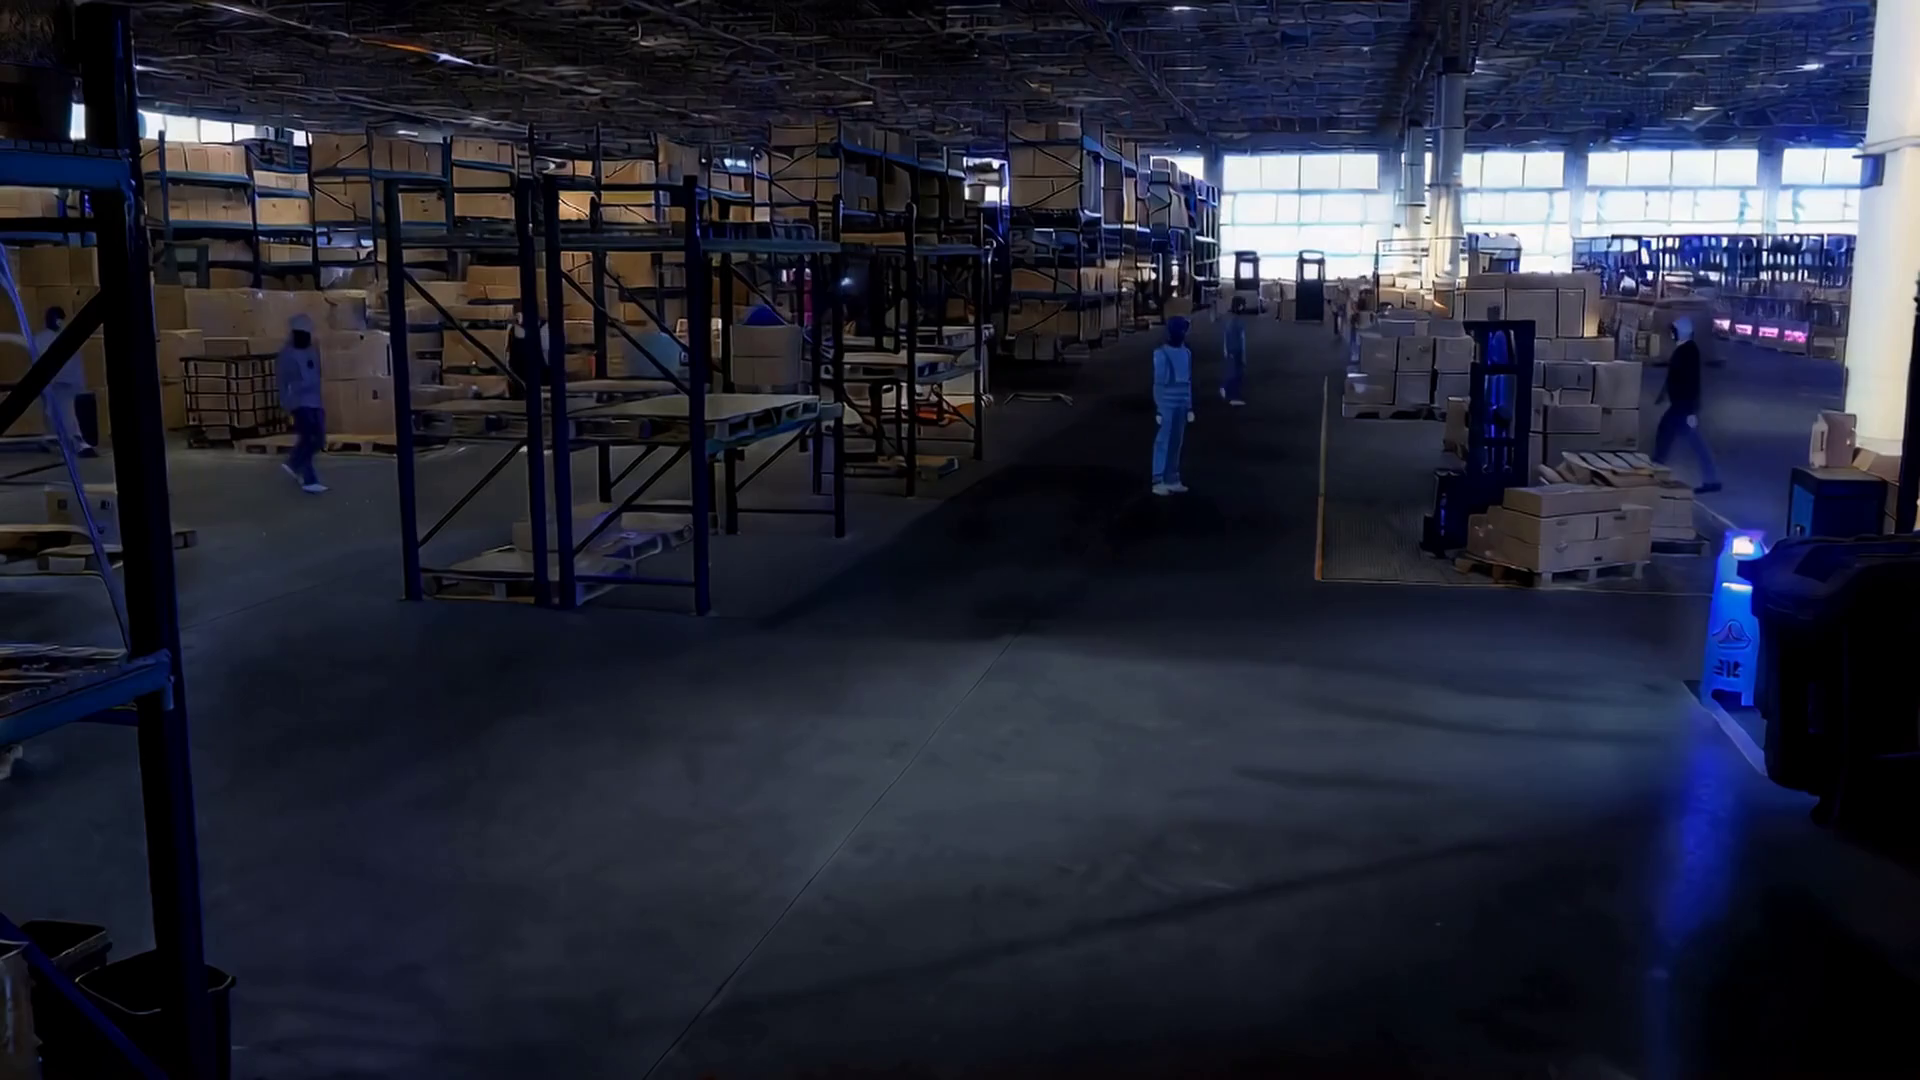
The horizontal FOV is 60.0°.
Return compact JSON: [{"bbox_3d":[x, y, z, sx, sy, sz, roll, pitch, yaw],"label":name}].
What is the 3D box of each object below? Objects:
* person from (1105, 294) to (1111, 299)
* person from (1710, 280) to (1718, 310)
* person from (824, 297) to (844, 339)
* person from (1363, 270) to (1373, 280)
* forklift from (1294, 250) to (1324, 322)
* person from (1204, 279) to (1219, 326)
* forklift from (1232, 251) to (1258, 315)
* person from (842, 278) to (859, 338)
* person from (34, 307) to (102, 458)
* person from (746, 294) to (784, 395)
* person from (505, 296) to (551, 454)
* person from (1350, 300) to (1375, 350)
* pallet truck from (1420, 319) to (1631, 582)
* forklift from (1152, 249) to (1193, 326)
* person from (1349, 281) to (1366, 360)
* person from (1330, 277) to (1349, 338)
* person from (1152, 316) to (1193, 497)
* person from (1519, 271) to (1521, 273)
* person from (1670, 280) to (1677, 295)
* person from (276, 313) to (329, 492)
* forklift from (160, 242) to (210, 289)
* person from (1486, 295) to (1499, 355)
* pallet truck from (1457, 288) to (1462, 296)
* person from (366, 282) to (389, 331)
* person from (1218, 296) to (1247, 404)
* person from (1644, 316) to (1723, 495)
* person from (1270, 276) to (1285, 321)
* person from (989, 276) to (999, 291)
[{"bbox_3d":[5.315,-8.451,59.814,0.740,1.671,0.540,5,11,28],"label":"person"},{"bbox_3d":[36.406,-12.010,80.550,0.895,1.800,0.601,1,10,7],"label":"person"},{"bbox_3d":[-3.119,-5.332,41.301,0.552,1.688,0.446,6,11,31],"label":"person"},{"bbox_3d":[19.721,-12.023,80.182,0.980,1.937,0.636,-6,11,-30],"label":"person"},{"bbox_3d":[13.778,-10.002,65.433,1.129,2.768,1.873,2,10,12],"label":"forklift"},{"bbox_3d":[9.381,-8.857,61.999,0.542,1.734,0.728,2,10,9],"label":"person"},{"bbox_3d":[12.675,-11.404,73.738,1.129,2.768,1.873,2,10,12],"label":"forklift"},{"bbox_3d":[-2.829,-5.532,41.581,0.609,1.996,0.383,-2,10,-14],"label":"person"},{"bbox_3d":[-11.272,-1.971,20.835,1.005,1.891,0.644,2,10,12],"label":"person"},{"bbox_3d":[-3.208,-3.090,27.412,0.627,1.911,0.891,0,10,0],"label":"person"},{"bbox_3d":[-5.477,-2.104,21.147,0.710,2.000,0.550,2,10,10],"label":"person"},{"bbox_3d":[8.610,-4.315,35.521,0.537,1.602,0.610,1,10,3],"label":"person"},{"bbox_3d":[4.543,-0.757,13.299,0.823,1.965,1.885,-4,10,-22],"label":"pallet truck"},{"bbox_3d":[7.646,-9.320,61.395,1.873,2.768,1.129,2,10,11],"label":"forklift"},{"bbox_3d":[9.756,-5.377,40.839,0.373,1.934,0.551,2,10,14],"label":"person"},{"bbox_3d":[11.936,-7.310,52.303,0.563,1.928,0.423,2,10,14],"label":"person"},{"bbox_3d":[2.231,-1.401,17.454,0.343,1.882,0.578,9,13,43],"label":"person"},{"bbox_3d":[27.276,-12.154,81.085,0.635,1.905,0.998,-5,11,-27],"label":"person"},{"bbox_3d":[28.125,-9.494,65.771,0.798,1.732,0.543,1,10,4],"label":"person"},{"bbox_3d":[-7.020,-1.462,17.717,0.537,1.913,0.613,3,10,19],"label":"person"},{"bbox_3d":[-16.063,-4.810,34.690,1.129,2.768,1.873,2,10,12],"label":"forklift"},{"bbox_3d":[12.749,-5.052,39.825,0.456,1.620,0.525,9,13,43],"label":"person"},{"bbox_3d":[20.506,-9.785,68.819,0.653,1.274,1.630,2,10,12],"label":"pallet truck"},{"bbox_3d":[-14.597,-5.525,41.799,0.587,1.911,0.397,-5,11,-27],"label":"person"},{"bbox_3d":[4.704,-3.234,28.393,0.415,1.852,0.546,-4,11,-25],"label":"person"},{"bbox_3d":[7.550,-1.396,17.444,1.047,1.889,0.648,3,10,19],"label":"person"},{"bbox_3d":[12.685,-9.644,66.450,0.615,1.815,0.425,2,10,14],"label":"person"},{"bbox_3d":[1.839,-13.649,89.964,0.554,1.898,0.965,2,10,13],"label":"person"}]
